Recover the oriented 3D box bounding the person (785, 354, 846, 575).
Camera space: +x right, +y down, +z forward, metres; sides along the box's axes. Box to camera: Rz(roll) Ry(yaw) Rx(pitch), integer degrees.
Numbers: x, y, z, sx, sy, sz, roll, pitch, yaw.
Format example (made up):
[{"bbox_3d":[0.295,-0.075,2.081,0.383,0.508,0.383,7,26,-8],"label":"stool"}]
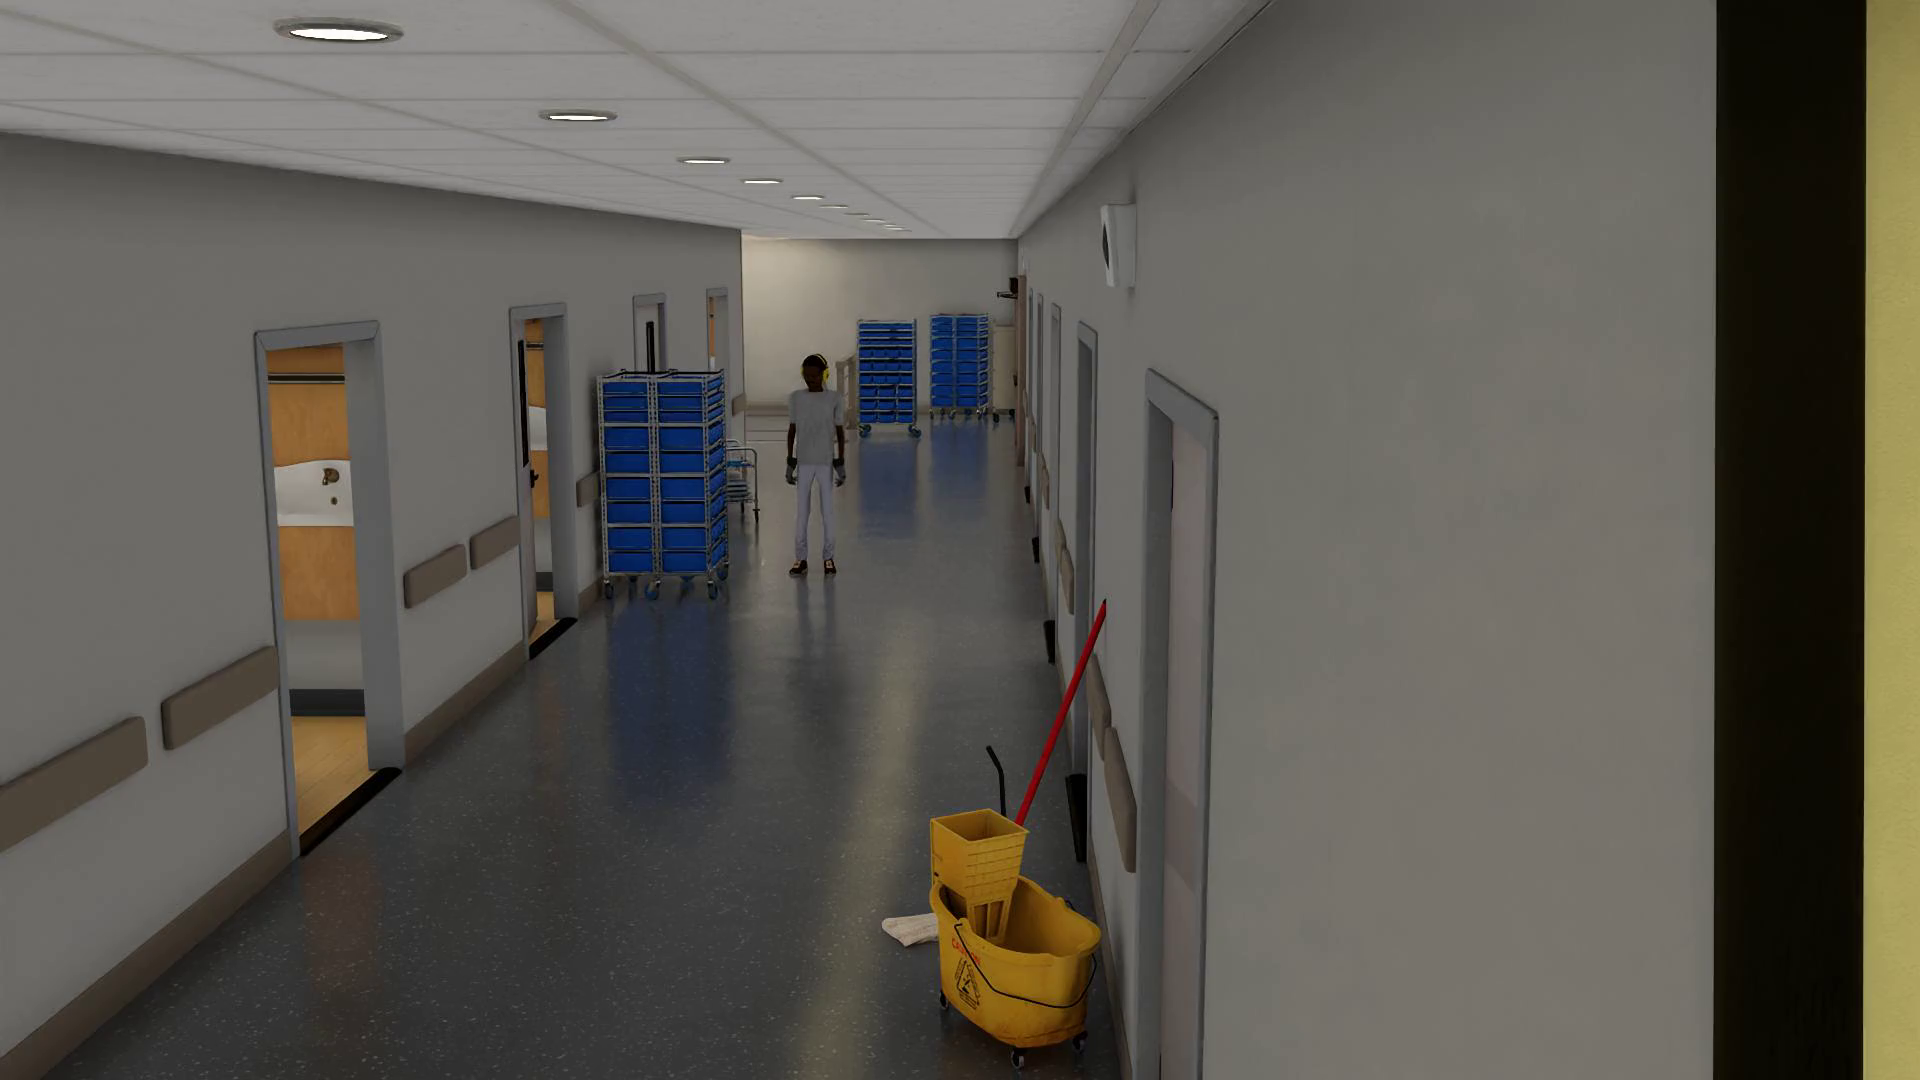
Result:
[{"bbox_3d":[-1.215,-0.632,13.984,0.519,1.865,0.326,1,9,3],"label":"person"}]
